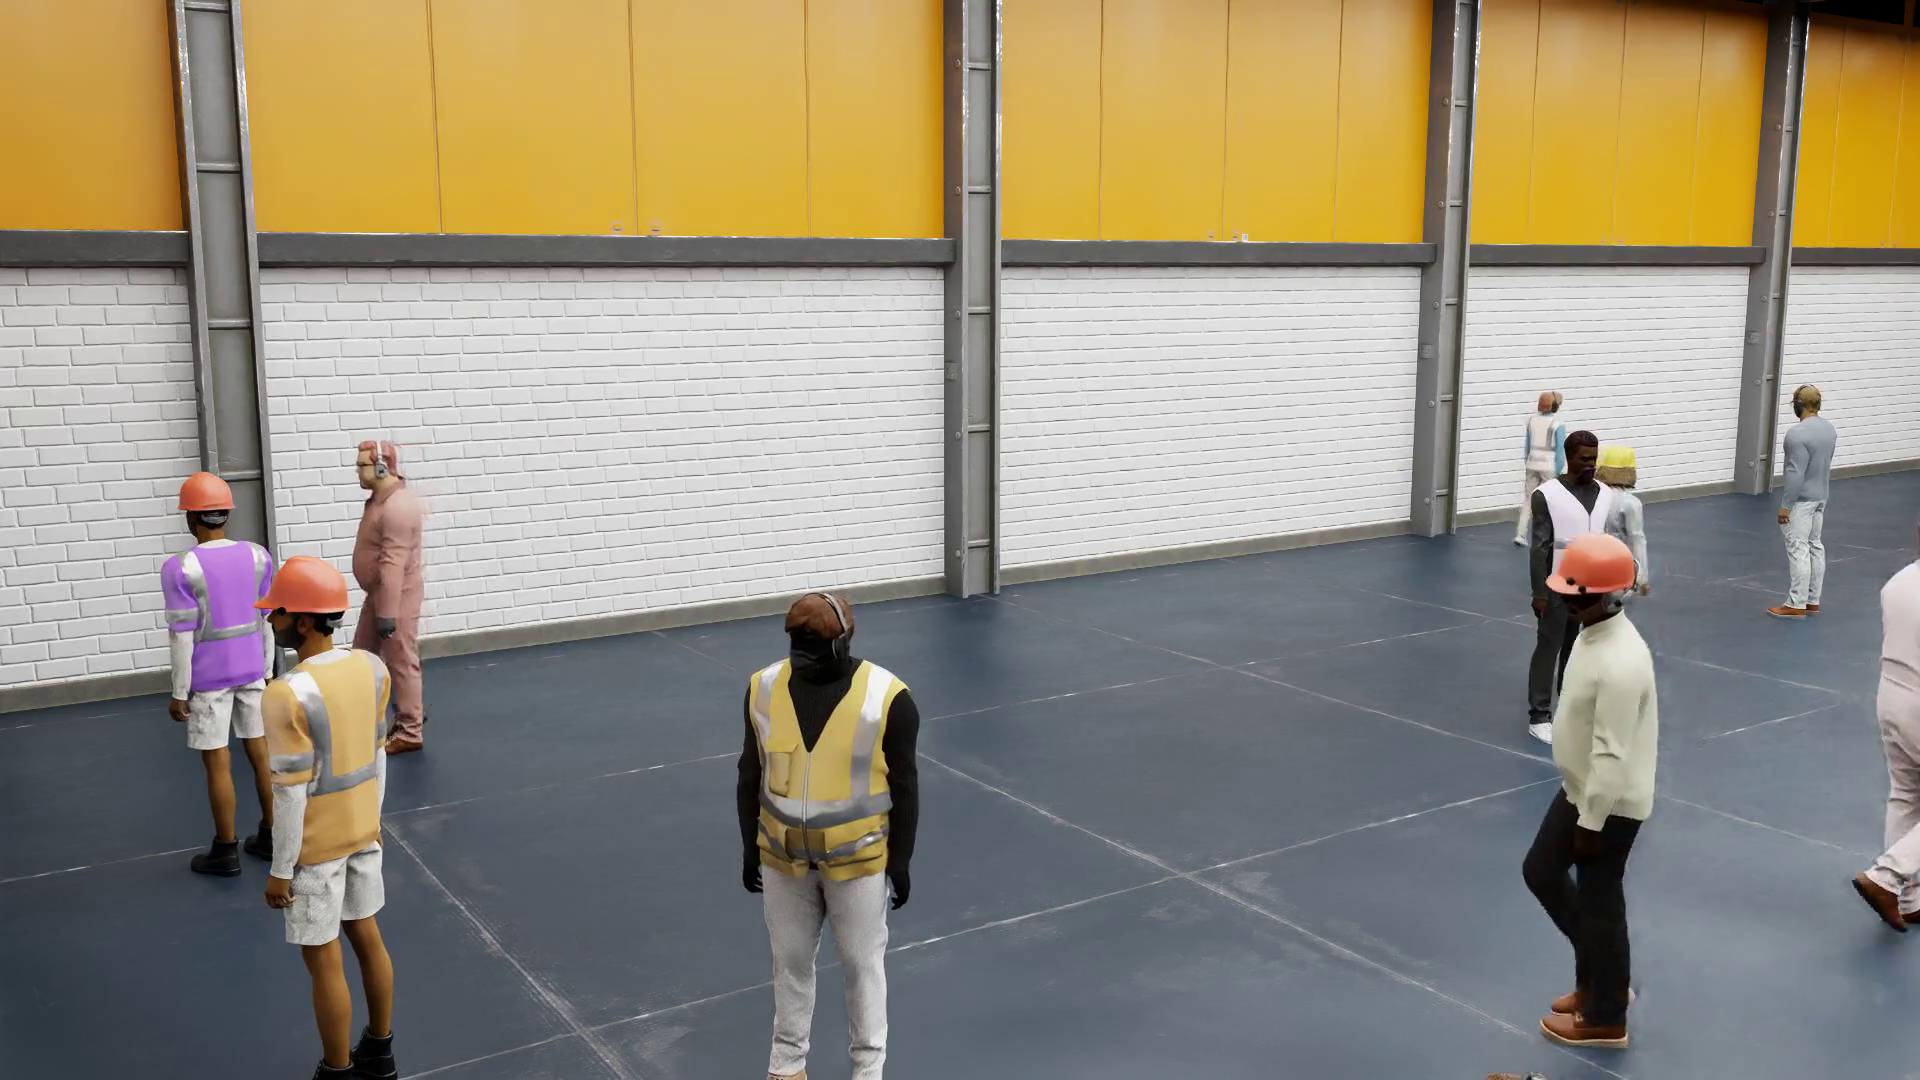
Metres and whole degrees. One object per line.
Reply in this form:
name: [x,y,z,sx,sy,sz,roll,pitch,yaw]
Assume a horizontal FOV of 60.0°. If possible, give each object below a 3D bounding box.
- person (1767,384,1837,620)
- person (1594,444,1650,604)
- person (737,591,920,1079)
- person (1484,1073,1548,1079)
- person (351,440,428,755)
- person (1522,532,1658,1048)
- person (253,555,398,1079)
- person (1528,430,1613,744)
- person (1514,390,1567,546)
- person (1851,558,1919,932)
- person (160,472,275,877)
person: [6.948,-0.312,13.699,0.634,1.935,0.350,-7,12,-38]
person: [4.397,0.215,11.151,0.600,1.718,0.498,-4,10,-23]
person: [-0.458,1.075,5.638,0.630,1.840,0.429,2,10,13]
person: [0.710,1.626,2.432,0.941,1.795,0.646,2,10,12]
person: [-3.401,0.347,9.849,0.431,1.890,0.676,-4,10,-25]
person: [2.314,0.934,6.085,0.448,1.970,0.644,2,10,12]
person: [-2.181,1.011,5.715,0.344,1.942,0.548,3,10,17]
person: [3.729,0.279,10.201,0.594,1.917,0.388,-5,10,-26]
person: [5.996,-0.715,17.087,0.355,1.656,0.520,-5,11,-28]
person: [4.183,0.788,7.204,0.477,1.891,0.659,0,9,-2]
person: [-3.542,0.640,7.958,0.379,1.938,0.547,6,11,33]
